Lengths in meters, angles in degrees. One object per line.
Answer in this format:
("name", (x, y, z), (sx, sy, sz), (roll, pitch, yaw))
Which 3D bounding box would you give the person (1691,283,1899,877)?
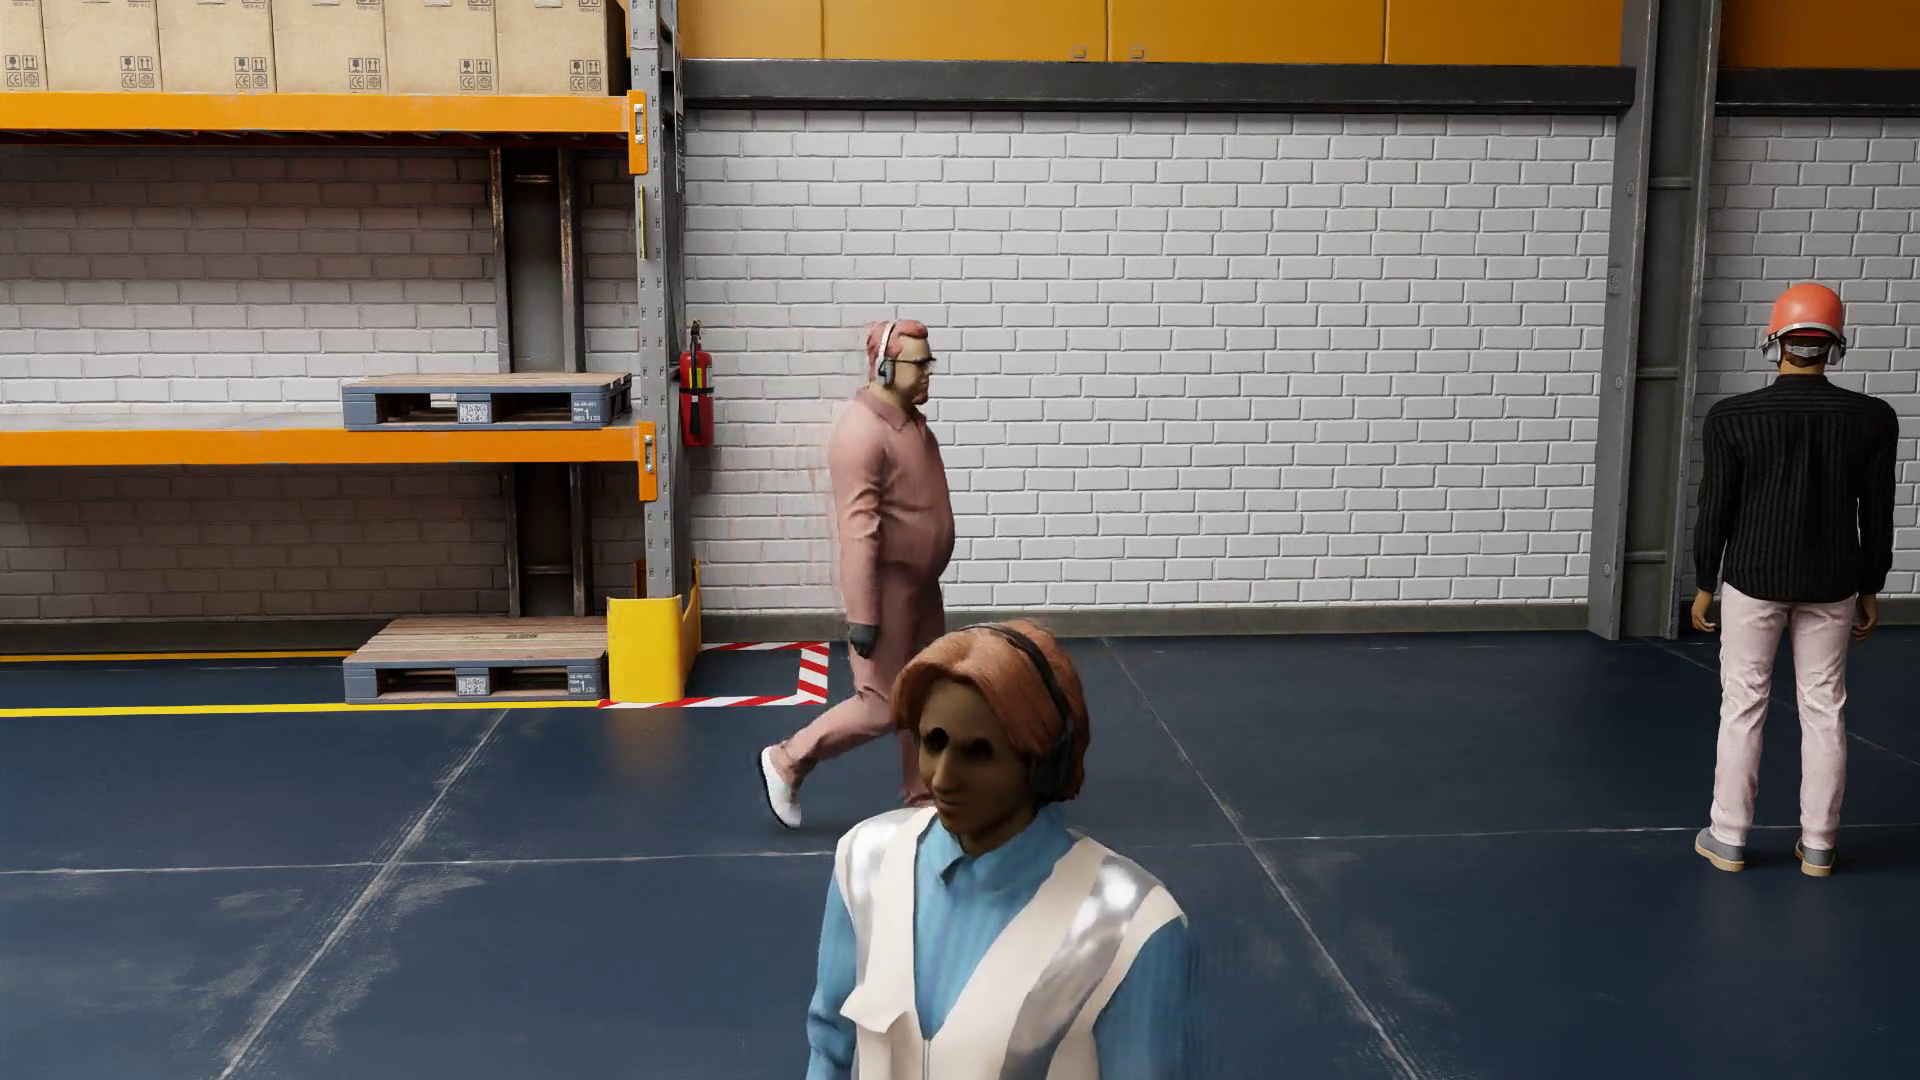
("person", (2.784, 0.144, 5.599), (0.611, 1.995, 0.380), (2, 9, 13))

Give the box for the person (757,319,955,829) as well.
("person", (-0.301, 0.168, 5.816), (0.732, 1.883, 0.642), (3, 10, 18))

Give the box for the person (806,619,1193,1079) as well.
("person", (0.018, 0.899, 1.993), (0.537, 1.632, 0.430), (8, 12, 39))
